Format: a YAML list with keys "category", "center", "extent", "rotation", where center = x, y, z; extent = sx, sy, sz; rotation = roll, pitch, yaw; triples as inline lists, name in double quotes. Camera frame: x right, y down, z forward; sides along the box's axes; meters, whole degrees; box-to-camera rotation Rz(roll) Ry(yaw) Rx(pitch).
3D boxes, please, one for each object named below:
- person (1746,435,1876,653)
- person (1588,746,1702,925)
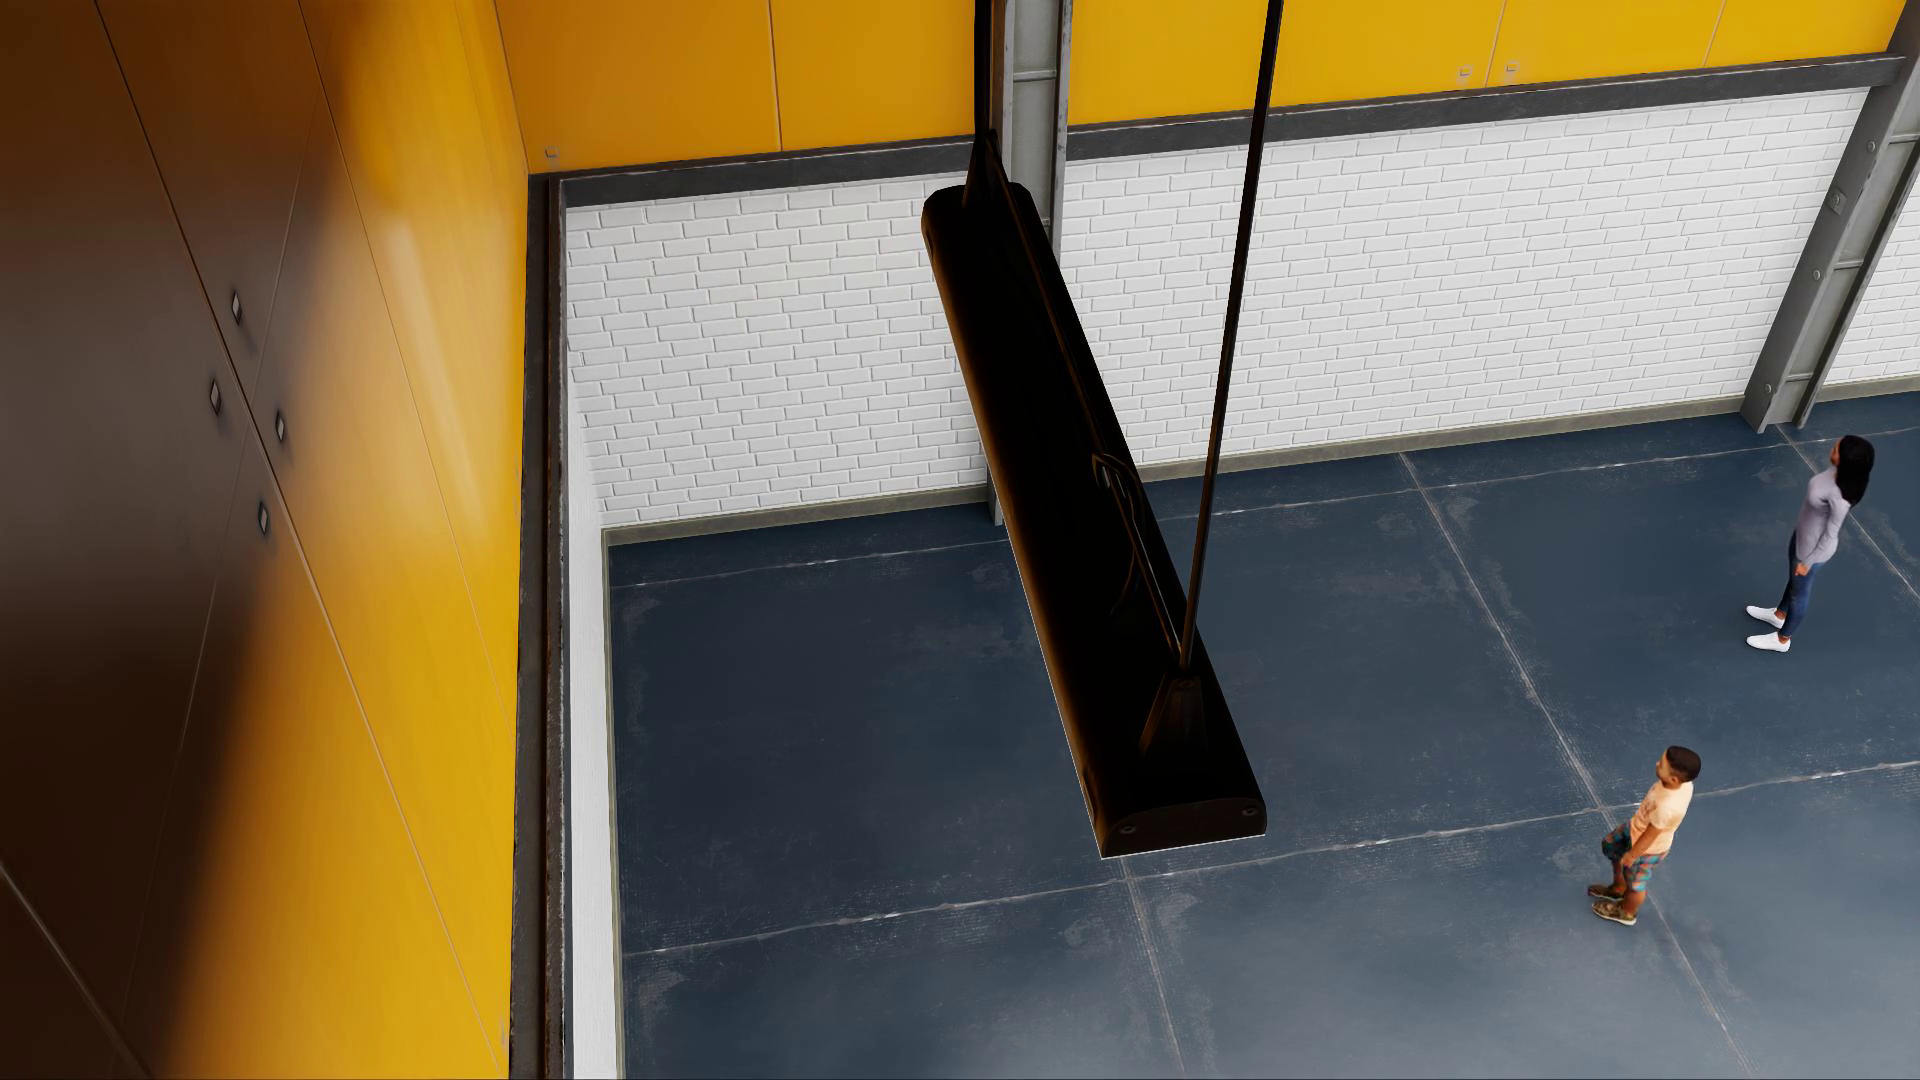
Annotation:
- category: "person"
  center: [5.501, 0.021, 10.696]
  extent: [0.695, 1.738, 0.680]
  rotation: [16, 46, 17]
- category: "person"
  center: [3.871, 1.660, 9.182]
  extent: [0.690, 1.453, 0.648]
  rotation: [18, 46, 18]
